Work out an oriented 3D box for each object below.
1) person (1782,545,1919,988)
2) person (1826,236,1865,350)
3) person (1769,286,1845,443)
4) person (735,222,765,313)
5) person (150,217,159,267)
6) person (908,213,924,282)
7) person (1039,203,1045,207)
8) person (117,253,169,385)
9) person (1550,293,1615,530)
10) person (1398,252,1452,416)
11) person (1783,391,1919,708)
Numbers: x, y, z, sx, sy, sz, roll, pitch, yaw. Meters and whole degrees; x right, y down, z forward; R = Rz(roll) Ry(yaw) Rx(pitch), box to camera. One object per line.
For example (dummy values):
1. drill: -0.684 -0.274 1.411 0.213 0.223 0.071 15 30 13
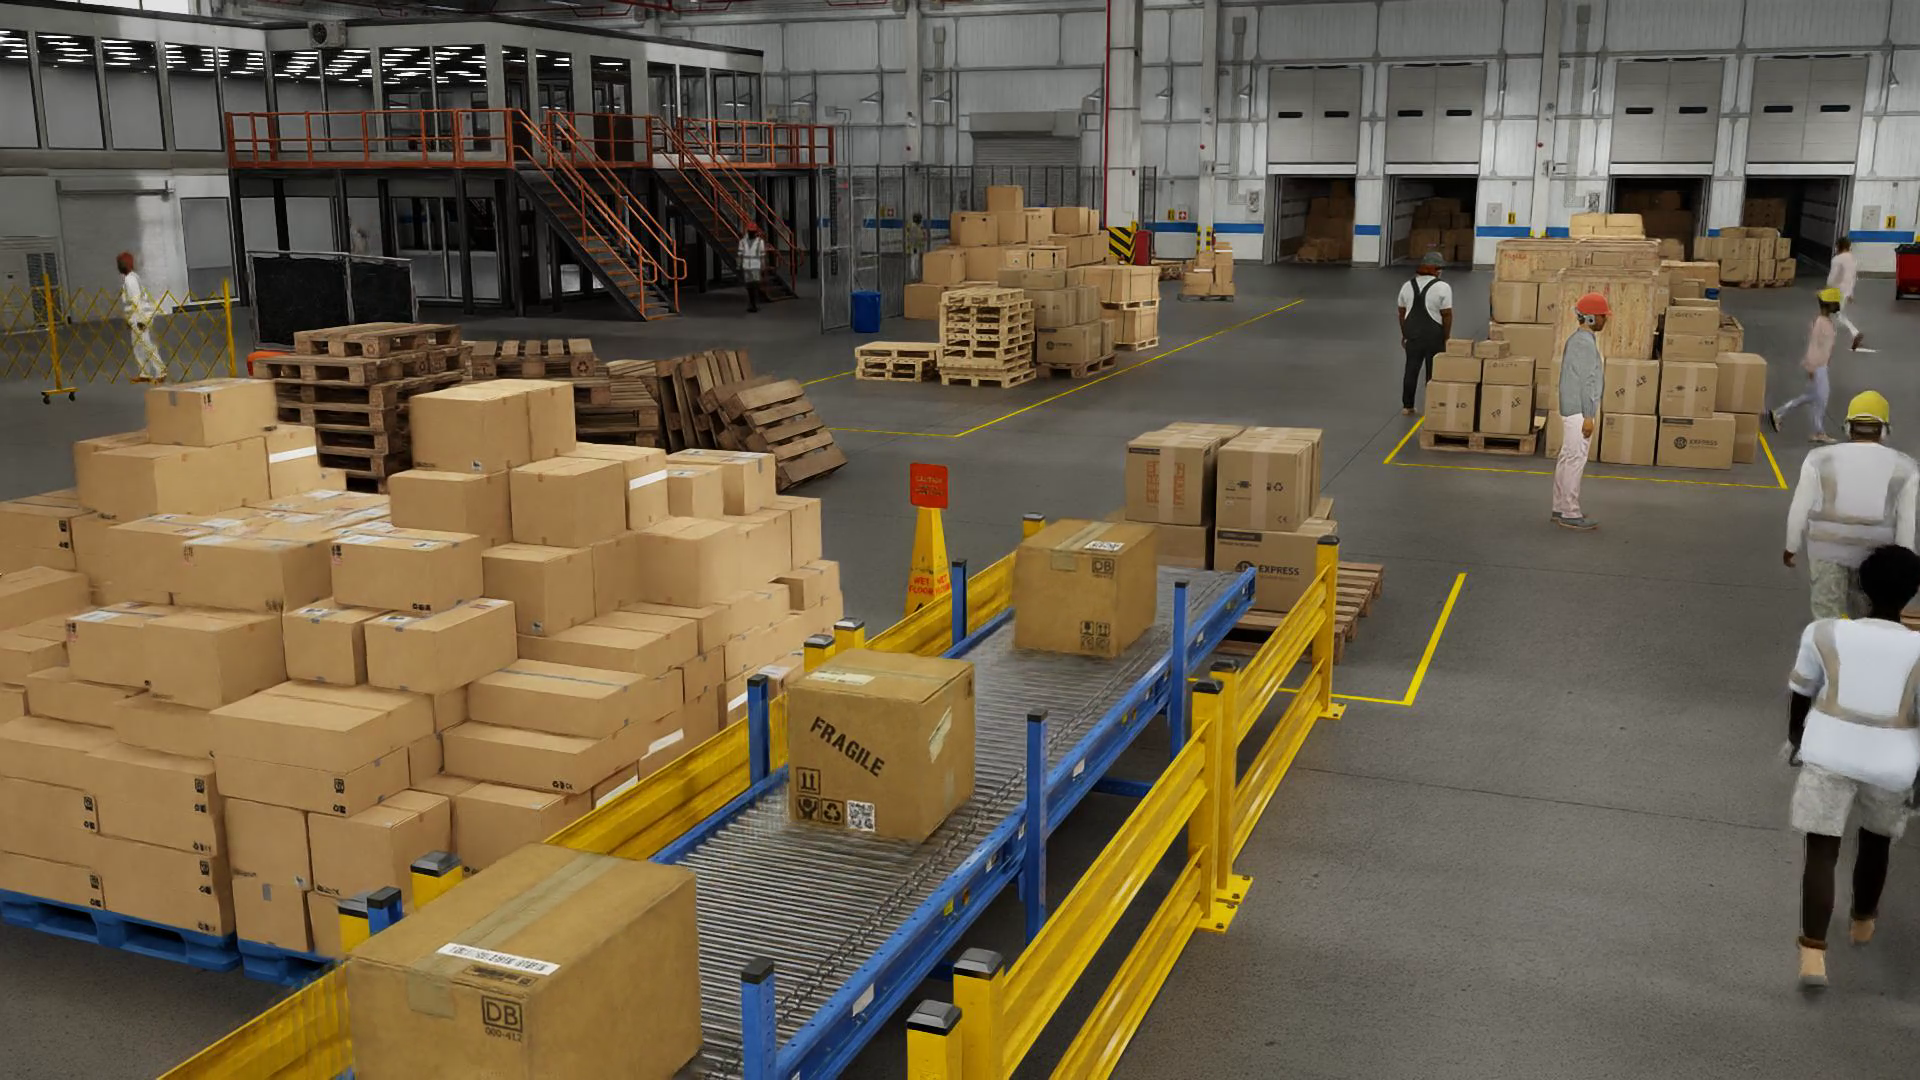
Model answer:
1. person: 3.355 0.837 6.202 0.535 1.659 0.852 7 14 28
2. person: 14.803 -4.117 27.848 0.642 1.920 0.793 -10 16 -37
3. person: 9.502 -1.963 18.581 0.667 1.747 0.519 8 15 31
4. person: -4.455 -5.785 35.333 0.611 1.901 0.650 1 13 4
5. person: -20.071 -7.223 41.855 0.679 1.856 0.971 -1 13 -2
6. person: -1.173 -7.912 45.033 0.430 1.840 0.626 2 13 8
7. person: 2.659 -9.916 53.766 0.603 1.951 0.379 0 13 1
8. person: -11.536 -3.120 23.526 0.553 1.859 0.652 -6 14 -26
9. person: 5.267 -1.091 14.082 0.388 1.992 0.625 2 13 7
10. person: 5.742 -2.527 20.421 0.684 2.000 0.536 12 17 43
11. person: 5.008 0.052 9.418 0.615 1.793 0.875 4 13 19
